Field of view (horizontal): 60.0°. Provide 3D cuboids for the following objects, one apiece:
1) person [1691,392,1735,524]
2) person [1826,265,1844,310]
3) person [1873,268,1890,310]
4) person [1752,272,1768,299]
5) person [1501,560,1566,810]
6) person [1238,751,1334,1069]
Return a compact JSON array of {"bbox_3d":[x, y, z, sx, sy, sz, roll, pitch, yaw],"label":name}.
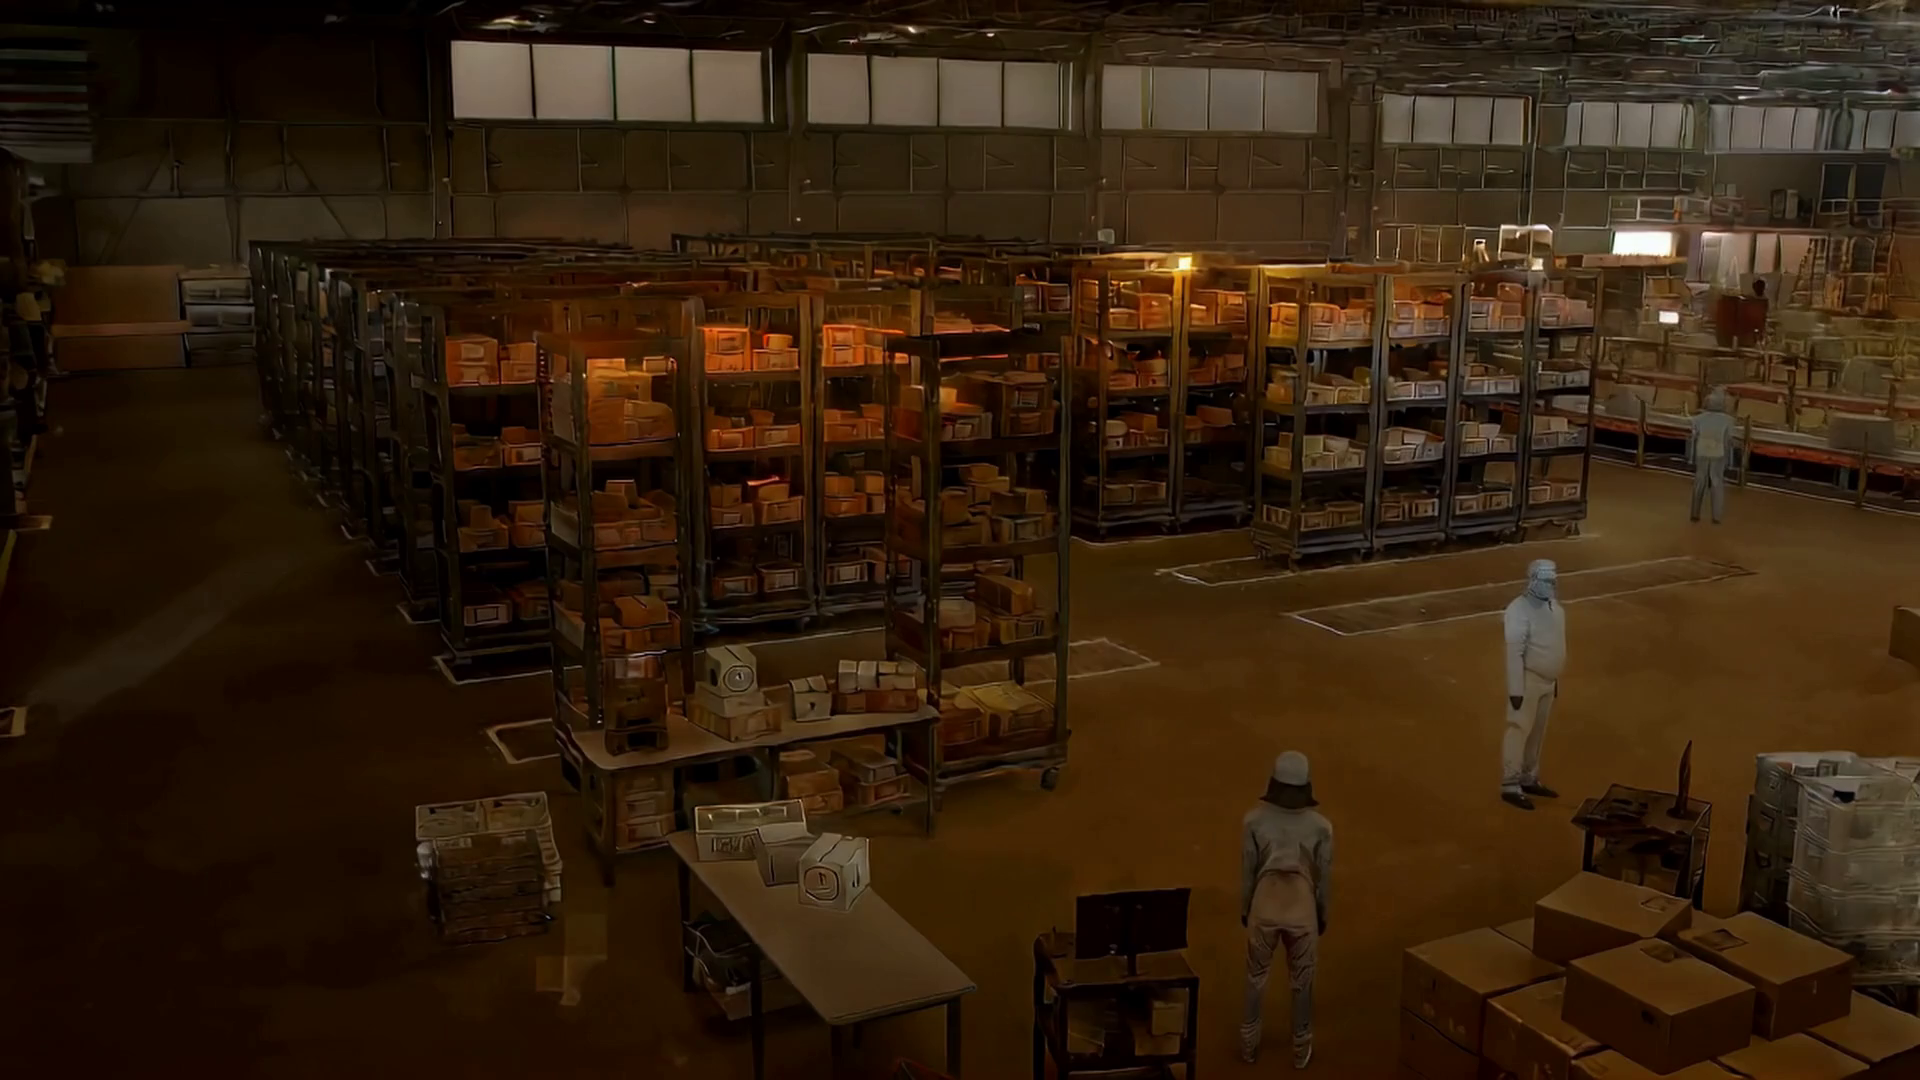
[{"bbox_3d":[10.527,-1.144,23.294,0.563,1.847,0.389,11,16,41],"label":"person"},{"bbox_3d":[31.978,-9.137,60.735,0.596,1.835,0.973,-5,13,-23],"label":"person"},{"bbox_3d":[33.120,-8.903,59.800,0.518,1.756,0.348,9,15,36],"label":"person"},{"bbox_3d":[26.662,-8.036,55.575,0.387,1.840,0.594,-2,12,-11],"label":"person"},{"bbox_3d":[4.406,1.087,12.722,0.643,1.909,0.410,-11,16,-42],"label":"person"},{"bbox_3d":[1.745,1.979,8.960,0.485,1.735,0.344,3,12,13],"label":"person"}]
